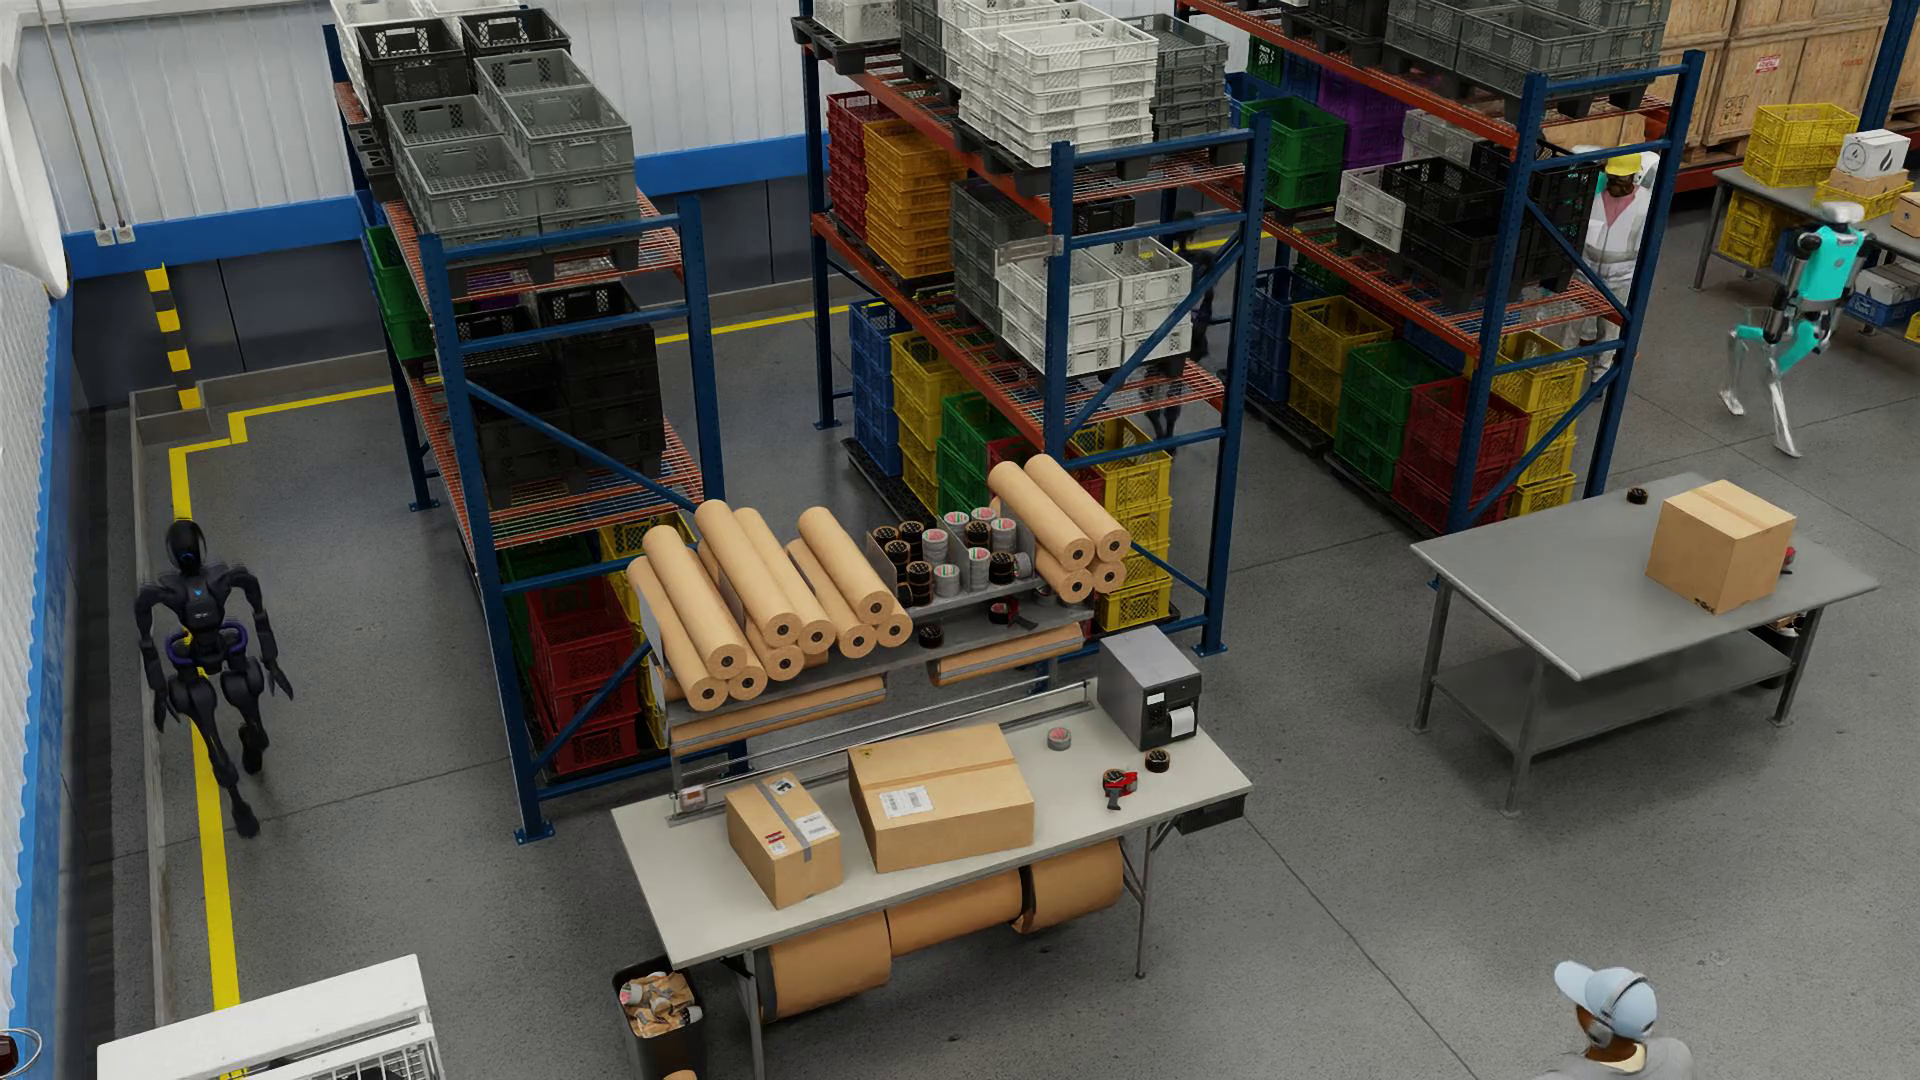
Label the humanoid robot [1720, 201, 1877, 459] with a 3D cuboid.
[{"bbox_3d":[5.446,-1.473,11.011,0.550,1.760,1.044,-6,32,-10],"label":"humanoid robot"}]

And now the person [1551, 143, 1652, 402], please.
[{"bbox_3d":[4.422,-1.839,11.464,0.601,1.830,0.404,16,35,24],"label":"person"}]

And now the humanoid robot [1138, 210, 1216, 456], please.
[{"bbox_3d":[1.398,-1.303,10.746,0.606,1.635,0.432,-13,34,-20],"label":"humanoid robot"}]

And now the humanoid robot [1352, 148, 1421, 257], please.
[{"bbox_3d":[3.588,-2.985,13.445,0.544,1.781,0.926,-19,37,-28],"label":"humanoid robot"}]

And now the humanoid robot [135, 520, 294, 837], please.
[{"bbox_3d":[-3.467,0.572,7.701,0.601,1.634,0.553,-17,36,-26],"label":"humanoid robot"}]

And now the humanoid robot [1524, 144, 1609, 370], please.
[{"bbox_3d":[4.313,-2.012,11.784,0.532,1.737,0.713,11,33,17],"label":"humanoid robot"}]

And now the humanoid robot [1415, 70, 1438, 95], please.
[{"bbox_3d":[3.656,-3.192,13.819,0.608,1.644,0.471,13,34,21],"label":"humanoid robot"}]

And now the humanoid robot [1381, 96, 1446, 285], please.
[{"bbox_3d":[3.429,-2.651,12.746,0.533,1.677,0.735,6,32,10],"label":"humanoid robot"}]

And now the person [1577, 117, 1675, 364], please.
[{"bbox_3d":[4.834,-2.175,11.973,0.358,1.880,0.567,-12,34,-19],"label":"person"}]

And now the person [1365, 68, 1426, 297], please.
[{"bbox_3d":[3.359,-2.638,12.609,0.836,2.012,0.636,17,35,25],"label":"person"}]

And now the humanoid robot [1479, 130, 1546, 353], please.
[{"bbox_3d":[4.028,-2.201,12.188,0.315,1.657,0.599,5,32,9],"label":"humanoid robot"}]

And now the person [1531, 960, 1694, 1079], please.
[{"bbox_3d":[1.891,2.010,5.195,0.596,1.852,0.378,-12,34,-18],"label":"person"}]
